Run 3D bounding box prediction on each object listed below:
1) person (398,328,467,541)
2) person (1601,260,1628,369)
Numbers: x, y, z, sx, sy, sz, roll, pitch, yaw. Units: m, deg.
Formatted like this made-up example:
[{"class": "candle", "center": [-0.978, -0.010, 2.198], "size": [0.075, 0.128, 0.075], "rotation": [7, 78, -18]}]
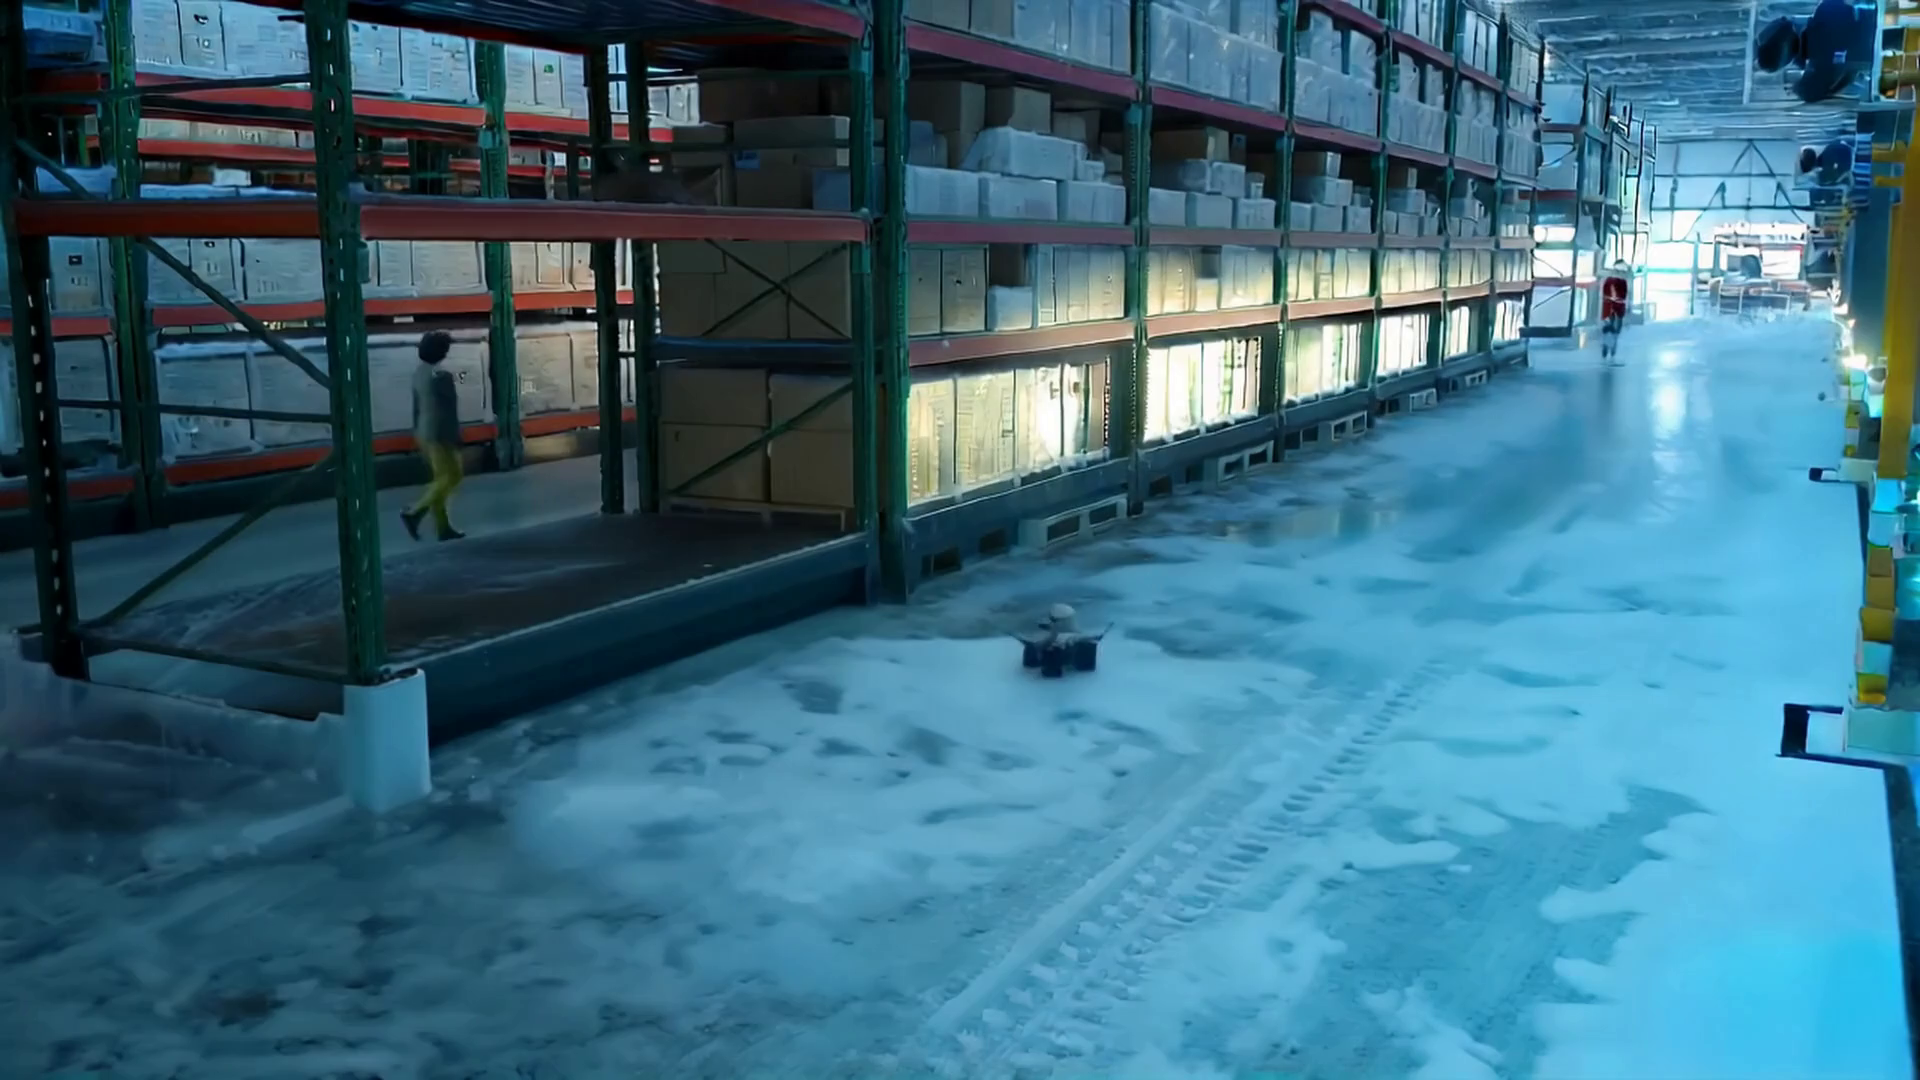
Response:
[{"class": "person", "center": [-3.970, -0.768, 12.439], "size": [0.519, 1.624, 0.527], "rotation": [9, 13, 41]}, {"class": "person", "center": [12.404, -4.262, 31.443], "size": [0.614, 2.043, 0.374], "rotation": [-8, 12, -37]}]
